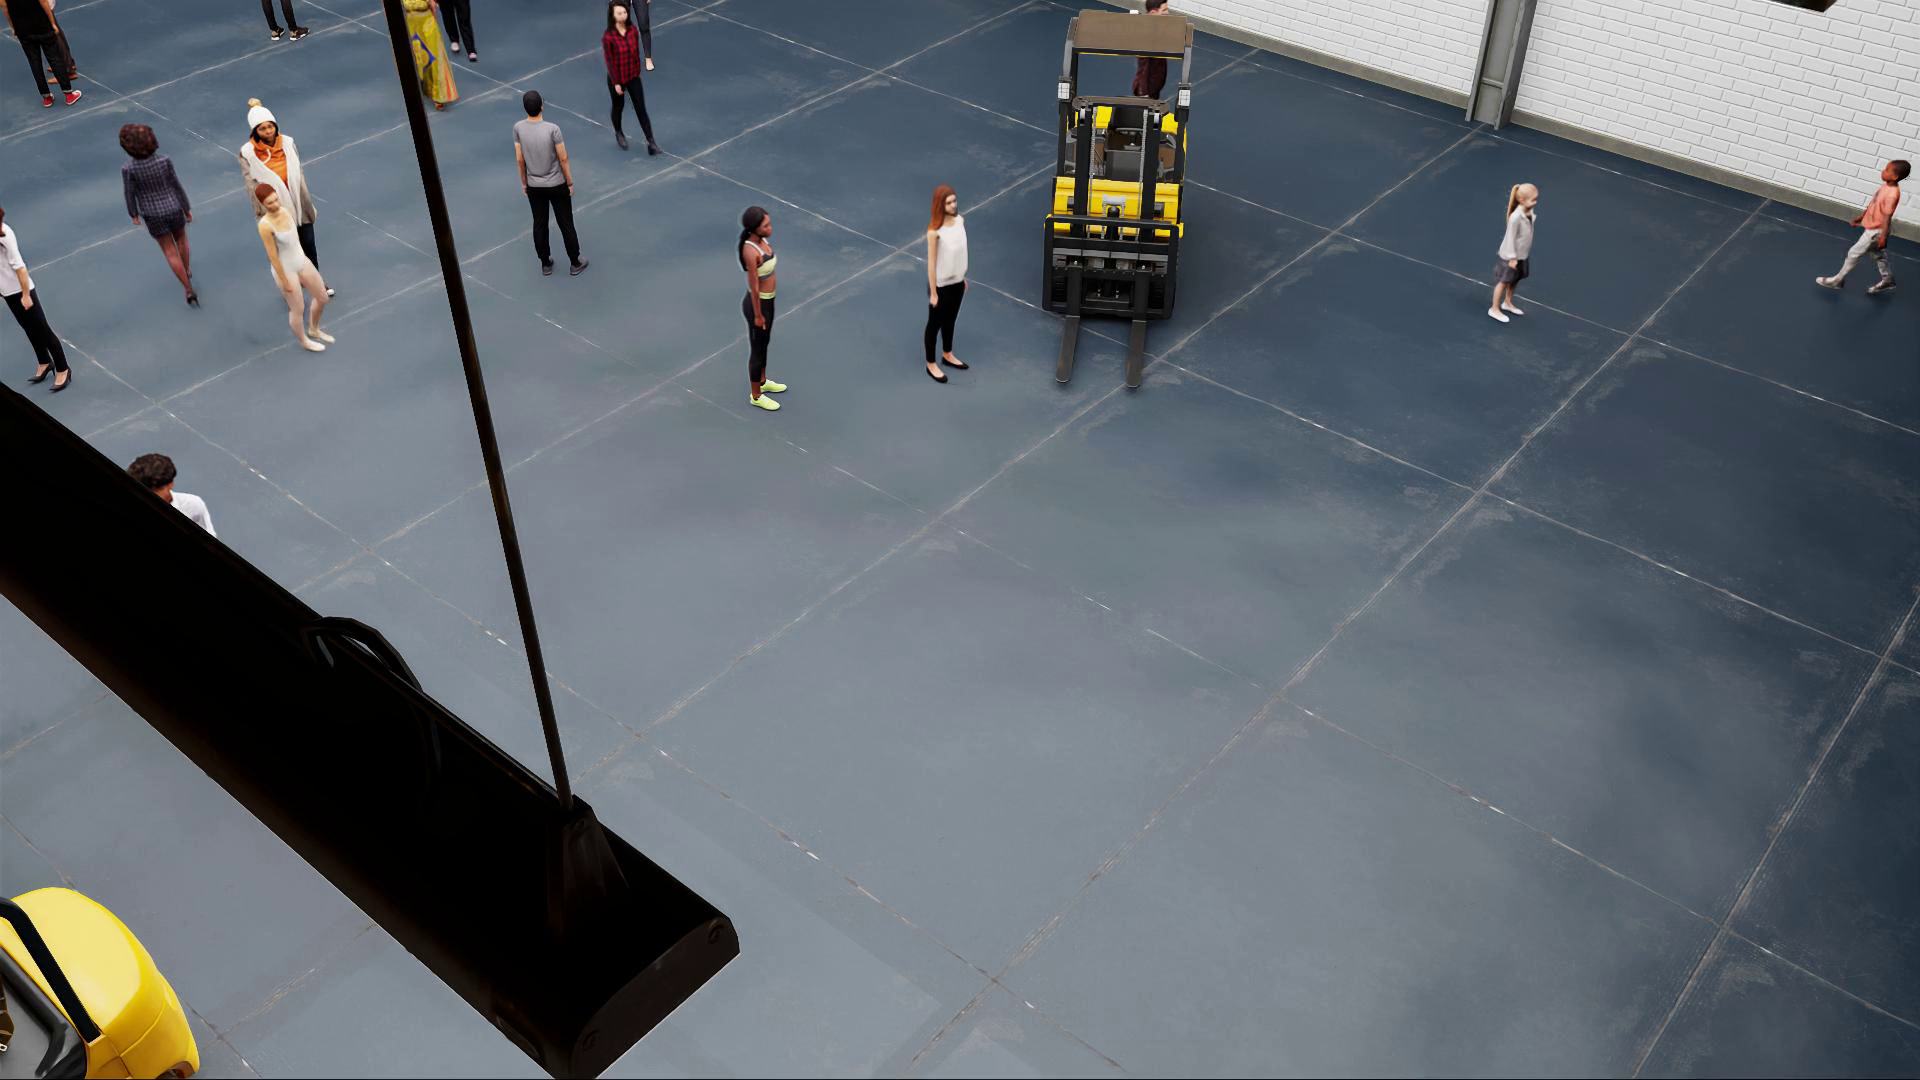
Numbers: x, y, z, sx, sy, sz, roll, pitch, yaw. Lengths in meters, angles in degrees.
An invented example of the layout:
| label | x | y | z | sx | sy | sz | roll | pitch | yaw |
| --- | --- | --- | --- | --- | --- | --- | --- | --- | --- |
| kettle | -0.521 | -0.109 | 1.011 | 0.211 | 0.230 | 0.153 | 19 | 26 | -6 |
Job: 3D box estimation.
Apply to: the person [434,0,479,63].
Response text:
| label | x | y | z | sx | sy | sz | roll | pitch | yaw |
| --- | --- | --- | --- | --- | --- | --- | --- | --- | --- |
| person | -5.868 | -6.322 | 19.105 | 0.983 | 1.567 | 1.179 | -13 | 40 | -16 |

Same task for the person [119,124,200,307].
| label | x | y | z | sx | sy | sz | roll | pitch | yaw |
| --- | --- | --- | --- | --- | --- | --- | --- | --- | --- |
| person | -6.980 | -2.813 | 14.626 | 0.776 | 1.673 | 0.954 | -25 | 45 | -28 |

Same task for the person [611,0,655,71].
| label | x | y | z | sx | sy | sz | roll | pitch | yaw |
| --- | --- | --- | --- | --- | --- | --- | --- | --- | --- |
| person | -3.723 | -6.195 | 18.785 | 0.679 | 1.768 | 0.733 | -4 | 39 | -5 |

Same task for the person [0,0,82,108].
| label | x | y | z | sx | sy | sz | roll | pitch | yaw |
| --- | --- | --- | --- | --- | --- | --- | --- | --- | --- |
| person | -10.043 | -5.570 | 18.010 | 0.730 | 1.758 | 0.767 | -8 | 39 | -10 |

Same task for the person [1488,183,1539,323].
| label | x | y | z | sx | sy | sz | roll | pitch | yaw |
| --- | --- | --- | --- | --- | --- | --- | --- | --- | --- |
| person | 4.848 | -2.542 | 14.607 | 0.545 | 1.273 | 0.565 | -29 | 47 | -31 |

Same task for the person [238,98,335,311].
| label | x | y | z | sx | sy | sz | roll | pitch | yaw |
| --- | --- | --- | --- | --- | --- | --- | --- | --- | --- |
| person | -5.976 | -2.970 | 14.651 | 0.670 | 1.887 | 0.700 | 31 | 48 | 33 |

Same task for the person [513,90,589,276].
| label | x | y | z | sx | sy | sz | roll | pitch | yaw |
| --- | --- | --- | --- | --- | --- | --- | --- | --- | --- |
| person | -3.754 | -3.238 | 15.093 | 0.666 | 1.754 | 0.758 | 2 | 39 | 2 |

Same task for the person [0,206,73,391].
| label | x | y | z | sx | sy | sz | roll | pitch | yaw |
| --- | --- | --- | --- | --- | --- | --- | --- | --- | --- |
| person | -7.676 | -2.036 | 13.556 | 0.490 | 1.794 | 0.689 | 22 | 44 | 25 |

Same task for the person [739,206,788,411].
| label | x | y | z | sx | sy | sz | roll | pitch | yaw |
| --- | --- | --- | --- | --- | --- | --- | --- | --- | --- |
| person | -1.620 | -1.889 | 13.405 | 0.663 | 1.753 | 0.643 | 5 | 39 | 6 |

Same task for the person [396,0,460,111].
| label | x | y | z | sx | sy | sz | roll | pitch | yaw |
| --- | --- | --- | --- | --- | --- | --- | --- | --- | --- |
| person | -5.878 | -5.517 | 18.033 | 0.935 | 1.647 | 1.048 | -17 | 41 | -20 |

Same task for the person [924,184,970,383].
| label | x | y | z | sx | sy | sz | roll | pitch | yaw |
| --- | --- | --- | --- | --- | --- | --- | --- | --- | --- |
| person | -0.130 | -2.140 | 13.744 | 0.506 | 1.722 | 0.574 | 30 | 47 | 32 |

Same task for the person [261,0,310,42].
| label | x | y | z | sx | sy | sz | roll | pitch | yaw |
| --- | --- | --- | --- | --- | --- | --- | --- | --- | --- |
| person | -8.117 | -6.795 | 19.470 | 0.703 | 1.851 | 0.814 | 4 | 39 | 5 |

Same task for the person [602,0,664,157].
| label | x | y | z | sx | sy | sz | roll | pitch | yaw |
| --- | --- | --- | --- | --- | --- | --- | --- | --- | --- |
| person | -3.518 | -4.770 | 17.118 | 0.699 | 1.622 | 1.054 | -29 | 47 | -31 |

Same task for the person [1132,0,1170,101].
| label | x | y | z | sx | sy | sz | roll | pitch | yaw |
| --- | --- | --- | --- | --- | --- | --- | --- | --- | --- |
| person | 1.890 | -4.563 | 16.664 | 0.731 | 1.864 | 0.764 | 10 | 40 | 13 |

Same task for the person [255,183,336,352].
| label | x | y | z | sx | sy | sz | roll | pitch | yaw |
| --- | --- | --- | --- | --- | --- | --- | --- | --- | --- |
| person | -5.704 | -2.284 | 14.001 | 0.678 | 1.627 | 0.665 | 9 | 40 | 11 |

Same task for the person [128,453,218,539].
| label | x | y | z | sx | sy | sz | roll | pitch | yaw |
| --- | --- | --- | --- | --- | --- | --- | --- | --- | --- |
| person | -4.990 | 0.204 | 10.740 | 0.720 | 1.809 | 0.733 | -13 | 40 | -16 |

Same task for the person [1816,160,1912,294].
| label | x | y | z | sx | sy | sz | roll | pitch | yaw |
| --- | --- | --- | --- | --- | --- | --- | --- | --- | --- |
| person | 8.291 | -2.794 | 14.901 | 0.933 | 1.300 | 0.635 | 15 | 41 | 18 |
